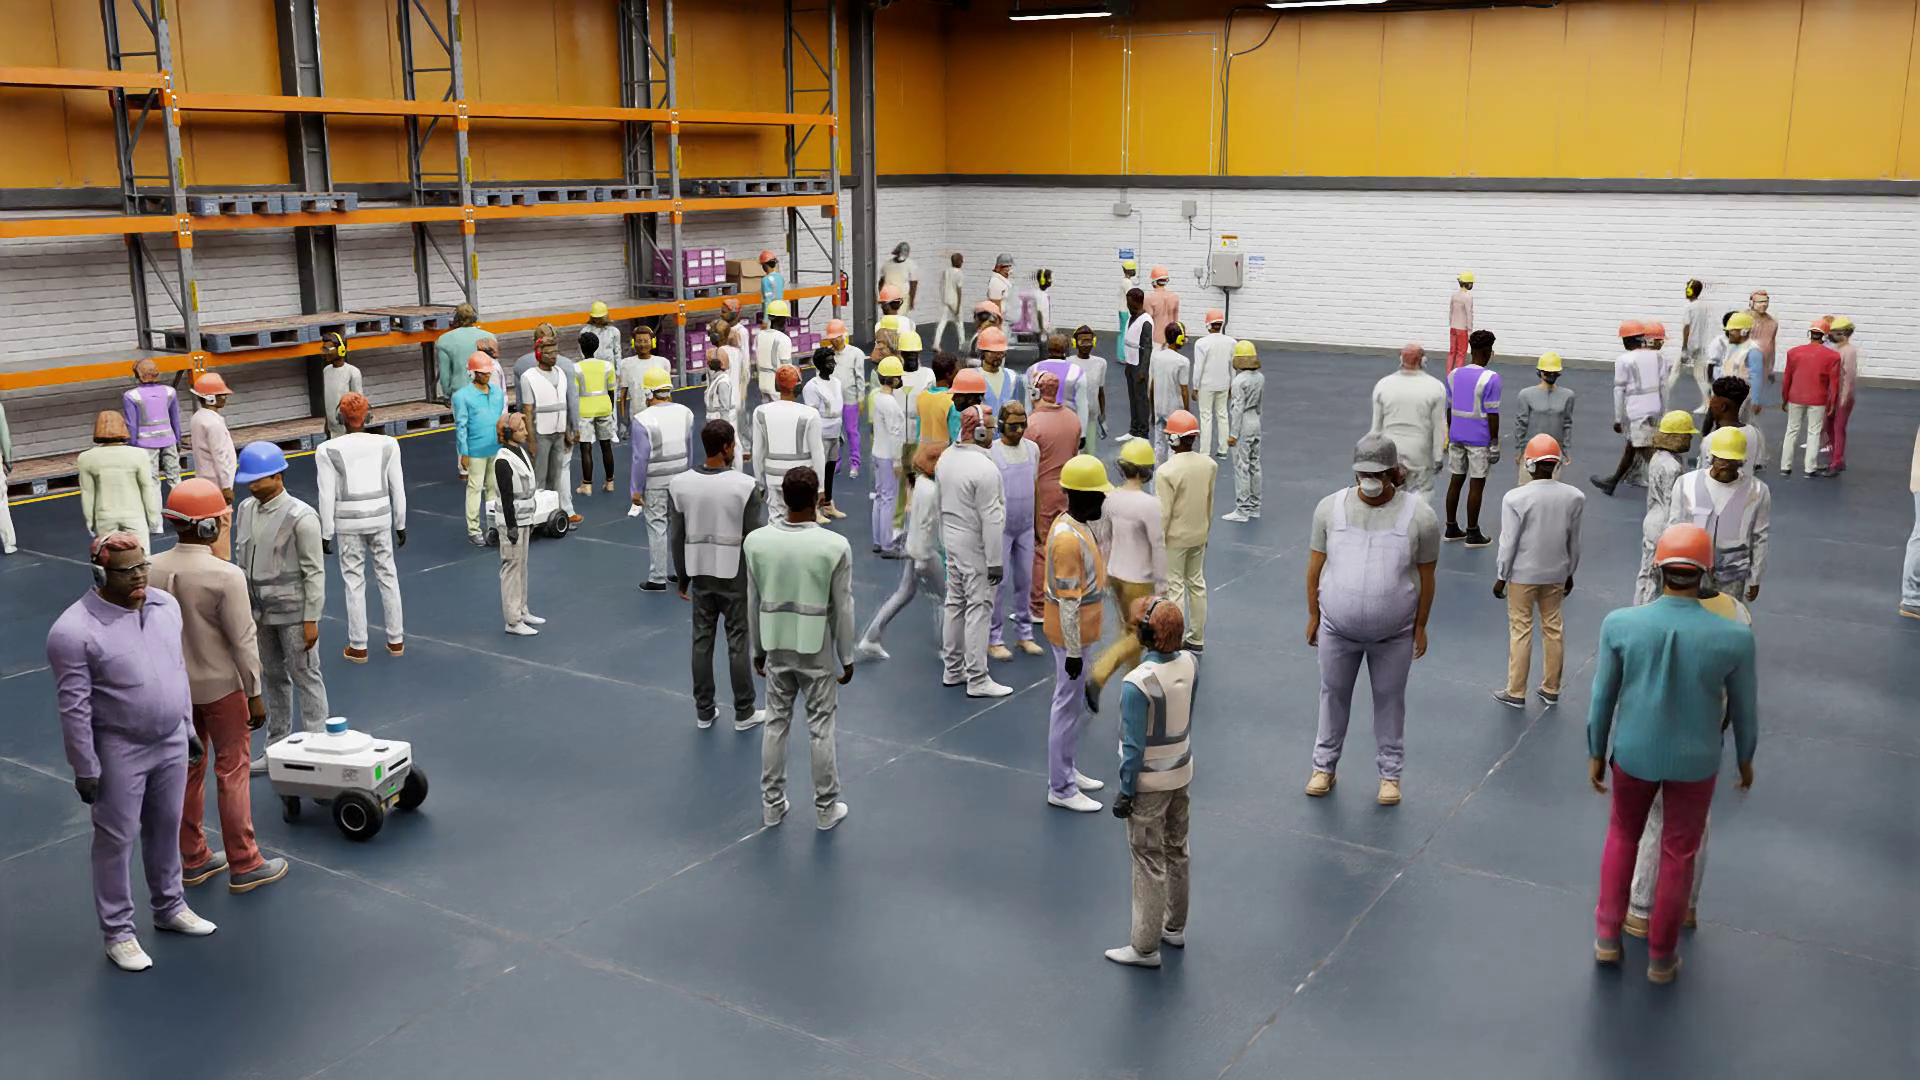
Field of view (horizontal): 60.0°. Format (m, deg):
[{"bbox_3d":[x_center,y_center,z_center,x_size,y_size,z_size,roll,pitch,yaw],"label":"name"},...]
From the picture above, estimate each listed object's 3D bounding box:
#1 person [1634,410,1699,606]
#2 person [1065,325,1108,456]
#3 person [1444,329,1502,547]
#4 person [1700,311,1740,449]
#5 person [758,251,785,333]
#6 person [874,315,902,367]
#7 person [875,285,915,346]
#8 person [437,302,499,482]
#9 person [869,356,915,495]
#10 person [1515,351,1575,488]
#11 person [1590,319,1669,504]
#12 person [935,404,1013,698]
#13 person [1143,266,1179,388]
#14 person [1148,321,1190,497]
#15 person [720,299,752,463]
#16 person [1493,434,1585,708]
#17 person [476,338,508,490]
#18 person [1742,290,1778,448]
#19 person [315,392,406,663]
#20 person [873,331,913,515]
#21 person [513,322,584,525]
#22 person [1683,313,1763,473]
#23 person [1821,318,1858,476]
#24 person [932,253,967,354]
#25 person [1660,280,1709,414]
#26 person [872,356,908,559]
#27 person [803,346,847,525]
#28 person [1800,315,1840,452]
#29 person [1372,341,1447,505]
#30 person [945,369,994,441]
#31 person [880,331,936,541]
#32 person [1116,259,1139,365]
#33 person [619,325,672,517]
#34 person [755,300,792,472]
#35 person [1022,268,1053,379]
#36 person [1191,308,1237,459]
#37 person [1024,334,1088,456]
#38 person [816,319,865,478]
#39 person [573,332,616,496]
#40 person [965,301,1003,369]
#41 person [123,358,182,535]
[{"bbox_3d":[4.946,-0.044,11.649,0.295,1.743,0.492,2,13,8],"label":"person"},{"bbox_3d":[1.195,-1.162,16.218,0.514,1.873,0.329,-3,13,-14],"label":"person"},{"bbox_3d":[4.614,-0.917,14.968,0.376,1.958,0.603,-7,15,-29],"label":"person"},{"bbox_3d":[9.144,-1.909,19.883,0.567,1.687,0.342,-7,15,-28],"label":"person"},{"bbox_3d":[-2.946,-3.472,25.878,0.403,2.035,0.609,4,14,17],"label":"person"},{"bbox_3d":[-0.808,-1.659,18.686,0.324,1.731,0.489,-3,13,-12],"label":"person"},{"bbox_3d":[-0.776,-1.857,18.854,0.392,2.041,0.615,10,16,36],"label":"person"},{"bbox_3d":[-5.269,-1.586,17.910,0.632,1.940,0.372,-4,14,-17],"label":"person"},{"bbox_3d":[-0.565,-0.876,15.380,0.548,1.673,0.371,-2,13,-8],"label":"person"},{"bbox_3d":[5.230,-0.808,14.914,0.525,1.769,0.316,-1,13,-3],"label":"person"},{"bbox_3d":[6.841,-1.286,16.794,0.545,1.855,1.011,-6,14,-24],"label":"person"},{"bbox_3d":[0.105,0.067,10.812,0.403,1.906,0.652,-8,15,-30],"label":"person"},{"bbox_3d":[2.733,-2.761,22.882,0.611,1.996,0.379,-8,15,-32],"label":"person"},{"bbox_3d":[2.105,-1.257,16.673,0.341,1.857,0.521,-12,17,-41],"label":"person"},{"bbox_3d":[-2.583,-1.815,19.023,0.350,1.882,0.583,-7,15,-27],"label":"person"},{"bbox_3d":[3.659,0.193,10.597,0.567,1.750,0.341,-3,13,-11],"label":"person"},{"bbox_3d":[-4.852,-1.288,17.296,0.310,1.631,0.508,-5,14,-21],"label":"person"},{"bbox_3d":[9.493,-2.040,19.948,0.637,1.911,0.403,-2,13,-8],"label":"person"},{"bbox_3d":[-4.133,-0.087,11.527,0.585,1.882,0.340,-9,16,-34],"label":"person"},{"bbox_3d":[-0.602,-1.127,16.168,0.390,1.818,0.559,-7,15,-27],"label":"person"},{"bbox_3d":[-3.876,-1.084,15.729,0.635,1.938,0.359,3,13,15],"label":"person"},{"bbox_3d":[8.492,-1.600,18.312,0.954,1.775,0.591,1,13,5],"label":"person"},{"bbox_3d":[9.703,-1.559,18.277,0.359,1.724,0.586,2,13,8],"label":"person"},{"bbox_3d":[-0.164,-4.218,29.661,0.525,1.798,1.001,9,16,34],"label":"person"},{"bbox_3d":[9.995,-2.656,22.824,0.533,1.817,0.957,-6,14,-26],"label":"person"},{"bbox_3d":[-0.606,-0.720,14.529,0.310,1.768,0.533,-4,14,-17],"label":"person"},{"bbox_3d":[-1.287,-1.002,15.907,0.318,1.697,0.534,7,15,27],"label":"person"},{"bbox_3d":[10.300,-1.863,19.808,0.305,1.623,0.500,-3,13,-14],"label":"person"},{"bbox_3d":[3.920,-0.784,14.520,0.669,1.892,0.426,7,15,29],"label":"person"},{"bbox_3d":[0.074,-0.305,12.350,0.360,1.939,0.543,-1,13,-5],"label":"person"},{"bbox_3d":[-0.455,-0.932,15.095,0.588,1.929,0.367,2,13,9],"label":"person"},{"bbox_3d":[2.837,-3.847,28.096,0.326,1.767,0.533,-2,13,-7],"label":"person"},{"bbox_3d":[-3.050,-1.158,16.194,0.534,1.874,0.311,-2,13,-9],"label":"person"},{"bbox_3d":[-2.019,-1.676,18.348,0.397,1.920,0.586,-12,17,-41],"label":"person"},{"bbox_3d":[1.194,-3.076,24.557,0.443,1.856,0.524,3,13,14],"label":"person"},{"bbox_3d":[2.916,-1.795,19.219,0.575,1.749,0.334,-6,14,-23],"label":"person"},{"bbox_3d":[0.913,-1.033,15.757,0.632,1.836,0.429,6,14,23],"label":"person"},{"bbox_3d":[-1.315,-1.544,18.173,0.576,1.736,0.355,4,13,15],"label":"person"},{"bbox_3d":[-3.807,-1.304,17.219,0.539,1.696,0.317,-9,16,-35],"label":"person"},{"bbox_3d":[0.206,-1.462,17.289,0.420,1.997,0.789,2,13,8],"label":"person"},{"bbox_3d":[-7.471,-0.865,15.434,0.315,1.640,0.514,9,16,35],"label":"person"}]
